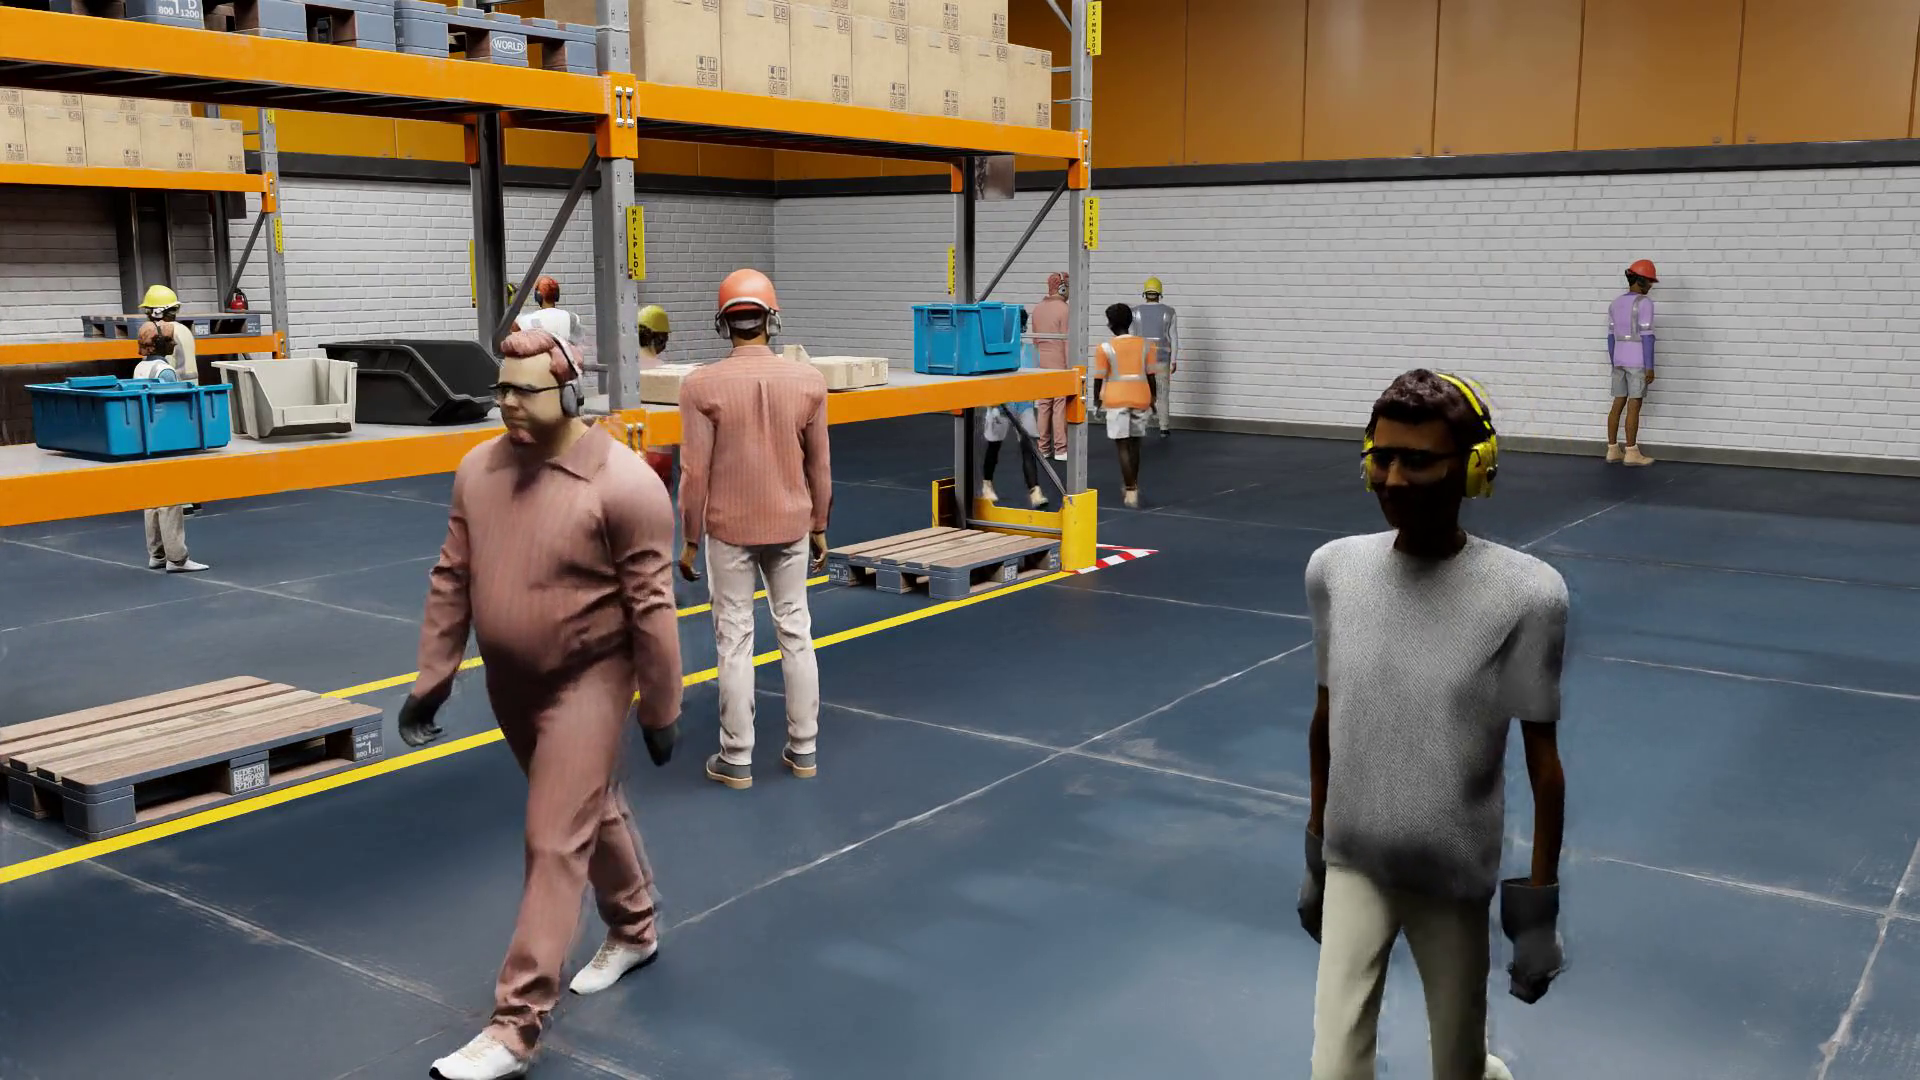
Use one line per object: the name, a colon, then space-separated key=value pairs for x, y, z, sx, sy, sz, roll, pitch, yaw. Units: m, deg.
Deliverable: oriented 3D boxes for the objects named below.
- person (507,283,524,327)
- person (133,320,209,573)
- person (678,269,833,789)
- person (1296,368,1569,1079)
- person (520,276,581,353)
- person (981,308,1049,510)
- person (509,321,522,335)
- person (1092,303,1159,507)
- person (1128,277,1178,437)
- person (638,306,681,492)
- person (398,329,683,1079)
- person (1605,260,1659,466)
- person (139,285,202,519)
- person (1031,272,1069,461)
person: x=-4.188 y=-1.455 z=15.360 sx=0.558 sy=1.814 sz=0.975 roll=9 pitch=13 yaw=44
person: x=-5.178 y=-0.603 z=10.822 sx=0.513 sy=1.641 sz=0.309 roll=9 pitch=13 yaw=42
person: x=-0.796 y=-0.041 z=6.438 sx=0.623 sy=1.986 sz=0.397 roll=-5 pitch=11 yaw=-27
person: x=0.881 y=0.596 z=3.096 sx=0.521 sy=1.847 sz=0.841 roll=7 pitch=12 yaw=37
person: x=-3.615 y=-1.379 z=14.717 sx=0.574 sy=1.885 sz=0.355 roll=-9 pitch=13 yaw=-42
person: x=0.429 y=-1.086 z=13.678 sx=0.533 sy=1.646 sz=0.916 roll=-4 pitch=10 yaw=-23
person: x=-3.135 y=-0.732 z=11.608 sx=0.497 sy=1.633 sz=0.283 roll=0 pitch=10 yaw=0
person: x=1.341 y=-1.133 z=13.858 sx=0.550 sy=1.665 sz=0.756 roll=-3 pitch=10 yaw=-15
person: x=2.208 y=-2.090 z=19.101 sx=0.589 sy=1.834 sz=0.403 roll=1 pitch=10 yaw=7
person: x=-1.839 y=-0.531 z=10.040 sx=0.544 sy=1.748 sz=0.502 roll=6 pitch=11 yaw=33
person: x=-1.076 y=0.393 z=4.270 sx=0.660 sy=1.852 sz=1.010 roll=6 pitch=11 yaw=31
person: x=6.689 y=-1.754 z=16.508 sx=0.392 sy=2.033 sz=0.605 roll=-3 pitch=10 yaw=-16
person: x=-6.194 y=-1.074 z=13.052 sx=0.404 sy=1.833 sz=0.591 roll=-1 pitch=10 yaw=-6
person: x=1.002 y=-1.749 z=16.857 sx=0.409 sy=1.907 sz=0.651 roll=-6 pitch=11 yaw=-32
